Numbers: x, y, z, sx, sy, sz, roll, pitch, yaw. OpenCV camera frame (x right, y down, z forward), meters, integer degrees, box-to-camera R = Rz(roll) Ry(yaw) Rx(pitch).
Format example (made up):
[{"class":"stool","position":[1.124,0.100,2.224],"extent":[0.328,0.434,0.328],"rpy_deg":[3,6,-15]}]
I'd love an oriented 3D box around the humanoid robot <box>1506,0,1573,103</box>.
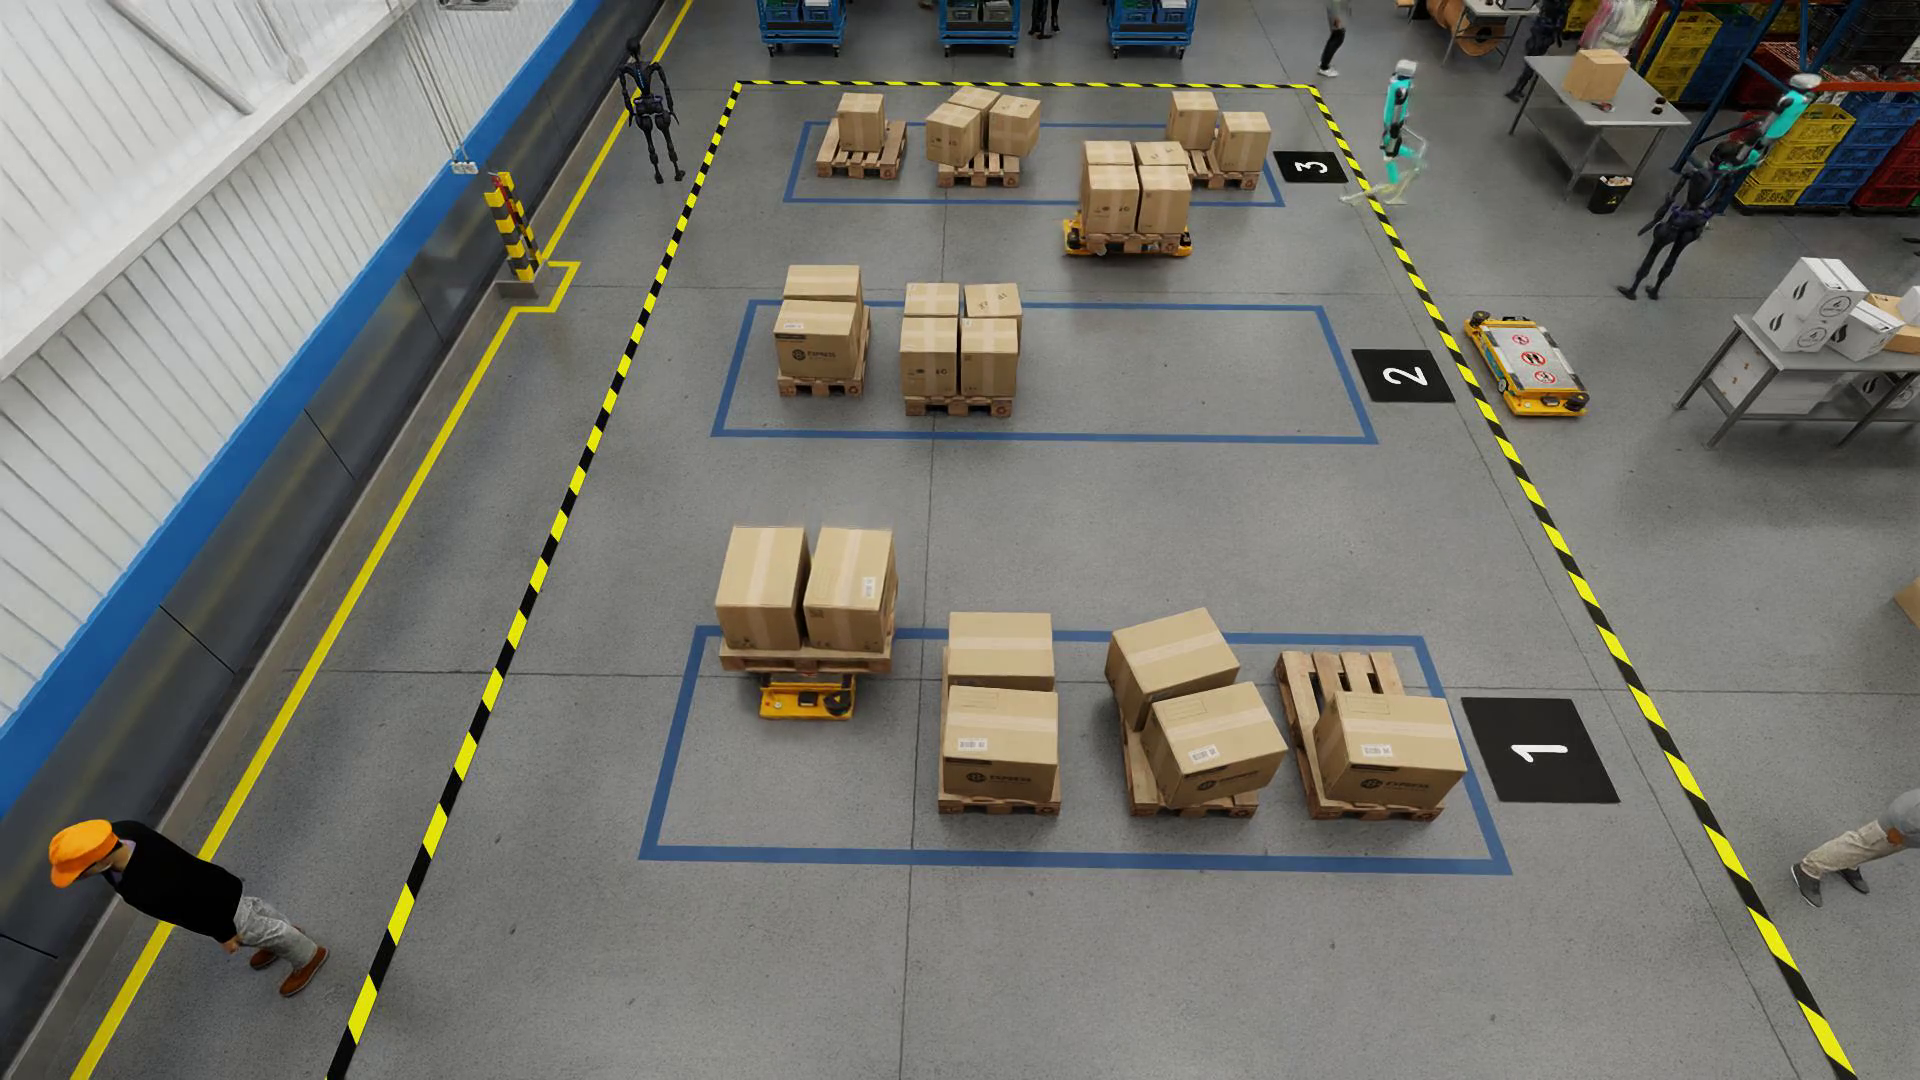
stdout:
[{"class":"humanoid robot","position":[8.051,-6.916,12.585],"extent":[0.588,1.657,0.369],"rpy_deg":[-19,52,-16]}]

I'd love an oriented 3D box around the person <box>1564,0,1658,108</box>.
[{"class":"person","position":[8.695,-6.542,12.181],"extent":[0.693,1.799,0.824],"rpy_deg":[4,49,4]}]

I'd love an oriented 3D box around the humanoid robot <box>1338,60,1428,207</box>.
[{"class":"humanoid robot","position":[5.091,-4.550,10.517],"extent":[1.027,1.734,0.535],"rpy_deg":[9,50,7]}]

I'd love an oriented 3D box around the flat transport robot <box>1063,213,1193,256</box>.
[{"class":"flat transport robot","position":[1.932,-3.557,10.594],"extent":[1.431,0.197,0.652],"rpy_deg":[1,49,1]}]

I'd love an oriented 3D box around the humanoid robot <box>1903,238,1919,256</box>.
[{"class":"humanoid robot","position":[11.081,-3.892,9.960],"extent":[0.315,1.657,0.599],"rpy_deg":[13,50,11]}]

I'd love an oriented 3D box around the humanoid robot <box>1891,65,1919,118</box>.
[{"class":"humanoid robot","position":[12.194,-5.788,11.567],"extent":[0.699,1.769,0.531],"rpy_deg":[-6,49,-6]}]

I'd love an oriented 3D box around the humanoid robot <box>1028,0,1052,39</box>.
[{"class":"humanoid robot","position":[1.281,-8.664,14.091],"extent":[0.315,1.657,0.599],"rpy_deg":[-23,53,-19]}]

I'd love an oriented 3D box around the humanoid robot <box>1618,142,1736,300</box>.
[{"class":"humanoid robot","position":[7.385,-3.253,9.407],"extent":[0.599,1.657,0.315],"rpy_deg":[2,49,2]}]

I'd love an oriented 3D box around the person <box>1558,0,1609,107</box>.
[{"class":"person","position":[8.645,-6.690,12.312],"extent":[0.630,1.799,0.615],"rpy_deg":[-3,49,-3]}]

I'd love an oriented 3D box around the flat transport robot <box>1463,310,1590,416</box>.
[{"class":"flat transport robot","position":[5.573,-1.757,9.054],"extent":[0.659,0.231,1.431],"rpy_deg":[1,49,1]}]

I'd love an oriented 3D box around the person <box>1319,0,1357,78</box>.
[{"class":"person","position":[5.459,-7.535,13.037],"extent":[0.595,1.817,0.486],"rpy_deg":[-36,58,-27]}]

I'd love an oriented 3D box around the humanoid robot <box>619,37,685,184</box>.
[{"class":"humanoid robot","position":[-3.737,-5.169,11.066],"extent":[0.599,1.657,0.315],"rpy_deg":[-7,50,-6]}]

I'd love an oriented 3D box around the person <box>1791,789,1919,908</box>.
[{"class":"person","position":[5.495,1.566,5.184],"extent":[0.572,1.768,0.398],"rpy_deg":[-10,50,-9]}]

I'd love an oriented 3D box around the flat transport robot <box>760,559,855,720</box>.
[{"class":"flat transport robot","position":[-1.084,0.682,6.925],"extent":[0.652,0.197,1.431],"rpy_deg":[1,49,1]}]

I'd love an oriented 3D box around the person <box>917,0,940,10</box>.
[{"class":"person","position":[-0.504,-9.661,14.792],"extent":[0.634,1.936,0.352],"rpy_deg":[-24,53,-20]}]

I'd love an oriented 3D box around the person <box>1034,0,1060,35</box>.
[{"class":"person","position":[1.404,-8.871,14.090],"extent":[0.605,1.965,0.368],"rpy_deg":[-6,49,-6]}]

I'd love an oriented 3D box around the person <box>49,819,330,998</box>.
[{"class":"person","position":[-3.980,1.923,4.805],"extent":[0.584,1.879,0.379],"rpy_deg":[27,54,21]}]

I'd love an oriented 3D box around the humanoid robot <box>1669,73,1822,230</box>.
[{"class":"humanoid robot","position":[8.799,-4.487,10.483],"extent":[0.556,1.833,0.863],"rpy_deg":[-18,51,-15]}]

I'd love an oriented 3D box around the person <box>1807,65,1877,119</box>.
[{"class":"person","position":[11.243,-5.853,11.532],"extent":[0.356,1.882,0.574],"rpy_deg":[4,49,3]}]
